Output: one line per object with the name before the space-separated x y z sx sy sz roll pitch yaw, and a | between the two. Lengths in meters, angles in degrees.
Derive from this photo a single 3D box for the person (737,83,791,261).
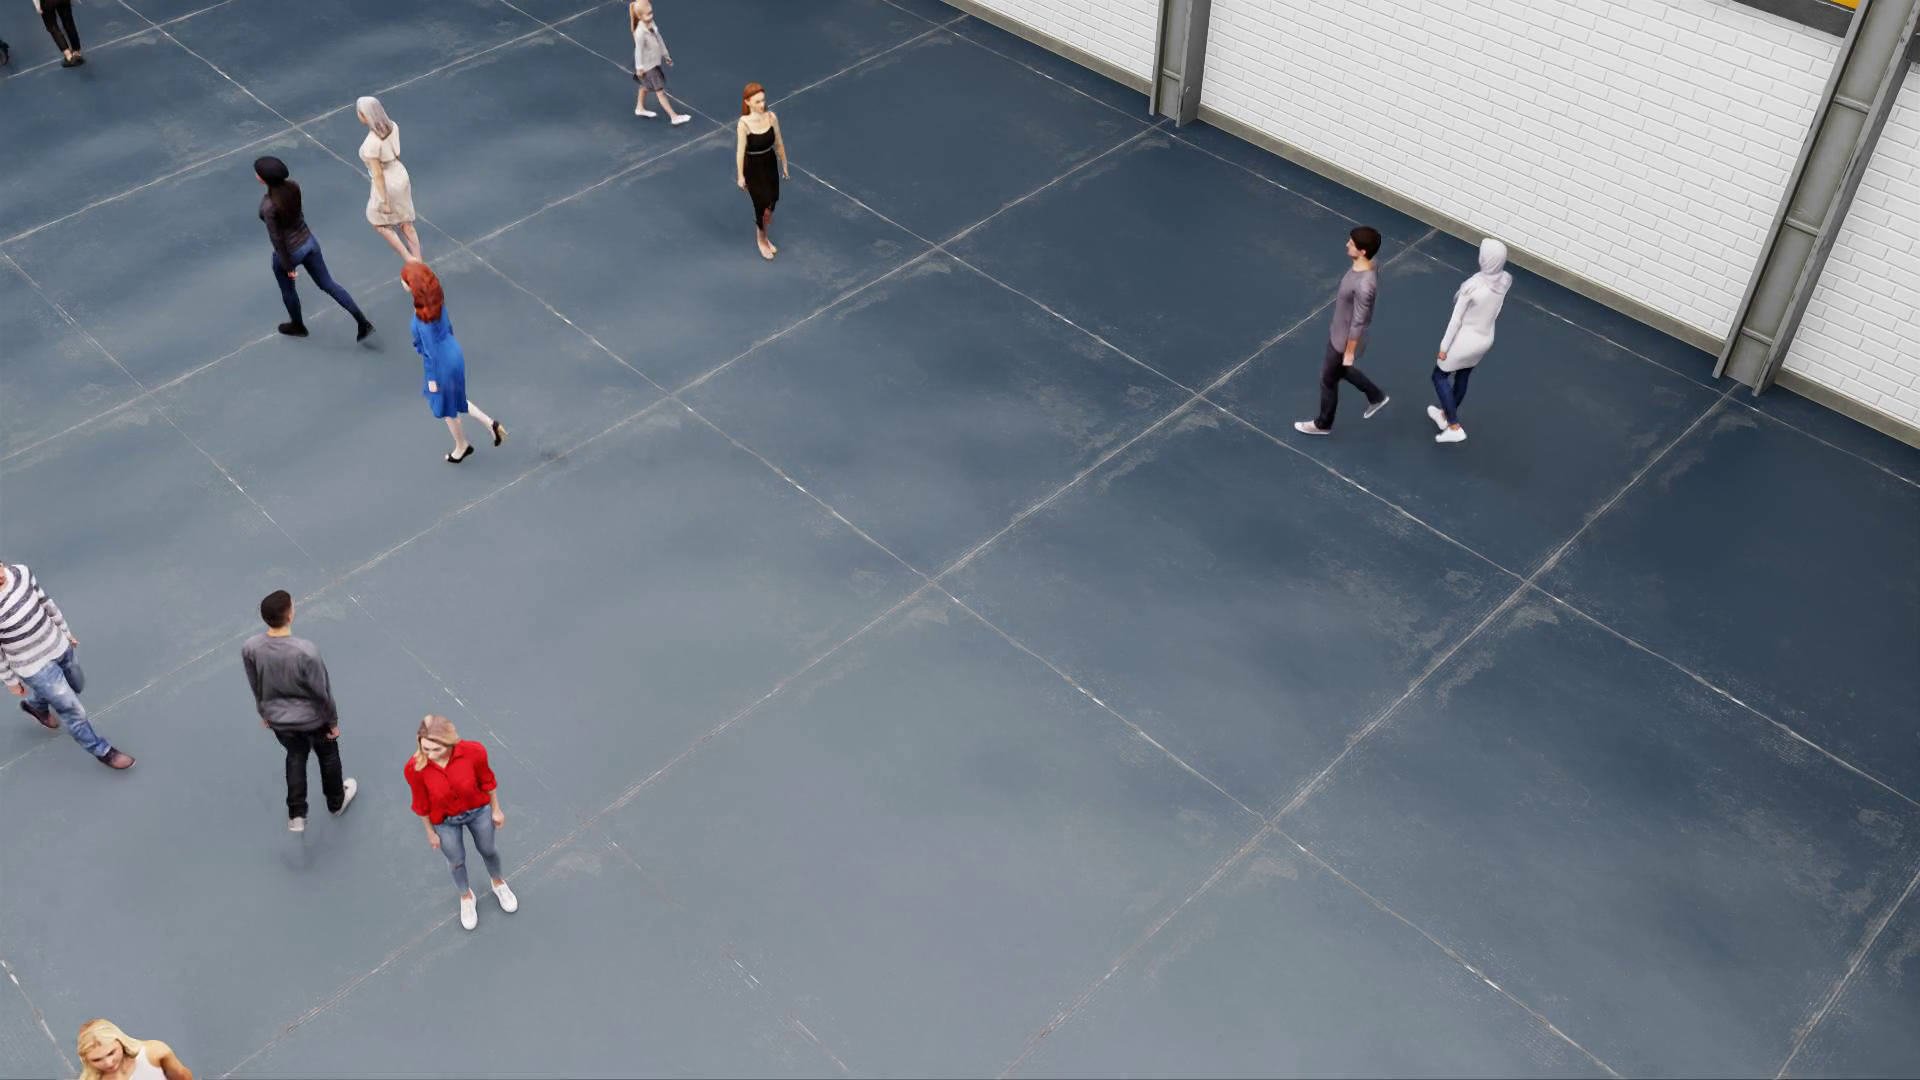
person | -1.764 -3.218 14.352 0.611 1.616 0.628 -30 51 -28

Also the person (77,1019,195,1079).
person | -3.884 2.746 7.992 0.821 1.754 1.305 -25 49 -24

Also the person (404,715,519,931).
person | -2.787 1.534 9.299 0.676 1.707 0.632 -18 47 -18

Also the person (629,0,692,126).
person | -3.069 -4.625 16.099 0.918 1.245 0.769 9 44 9

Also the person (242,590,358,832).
person | -3.901 1.082 9.751 0.906 1.736 0.958 1 44 1

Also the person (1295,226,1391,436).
person | 2.980 -1.521 12.411 1.062 1.837 0.958 7 44 8

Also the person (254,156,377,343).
person | -5.210 -2.281 13.300 1.236 1.710 0.928 16 46 16

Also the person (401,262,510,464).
person | -3.685 -1.253 12.143 0.946 1.817 0.888 0 44 0

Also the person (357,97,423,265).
person | -4.670 -2.900 13.941 0.742 1.724 0.709 11 45 11

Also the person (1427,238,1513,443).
person | 3.818 -1.440 12.376 0.809 1.768 0.921 -15 46 -16

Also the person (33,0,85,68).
person | -9.150 -5.482 16.828 0.574 1.479 0.562 34 53 30

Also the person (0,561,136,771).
person | -5.660 0.685 10.103 1.178 1.826 0.984 12 45 12
